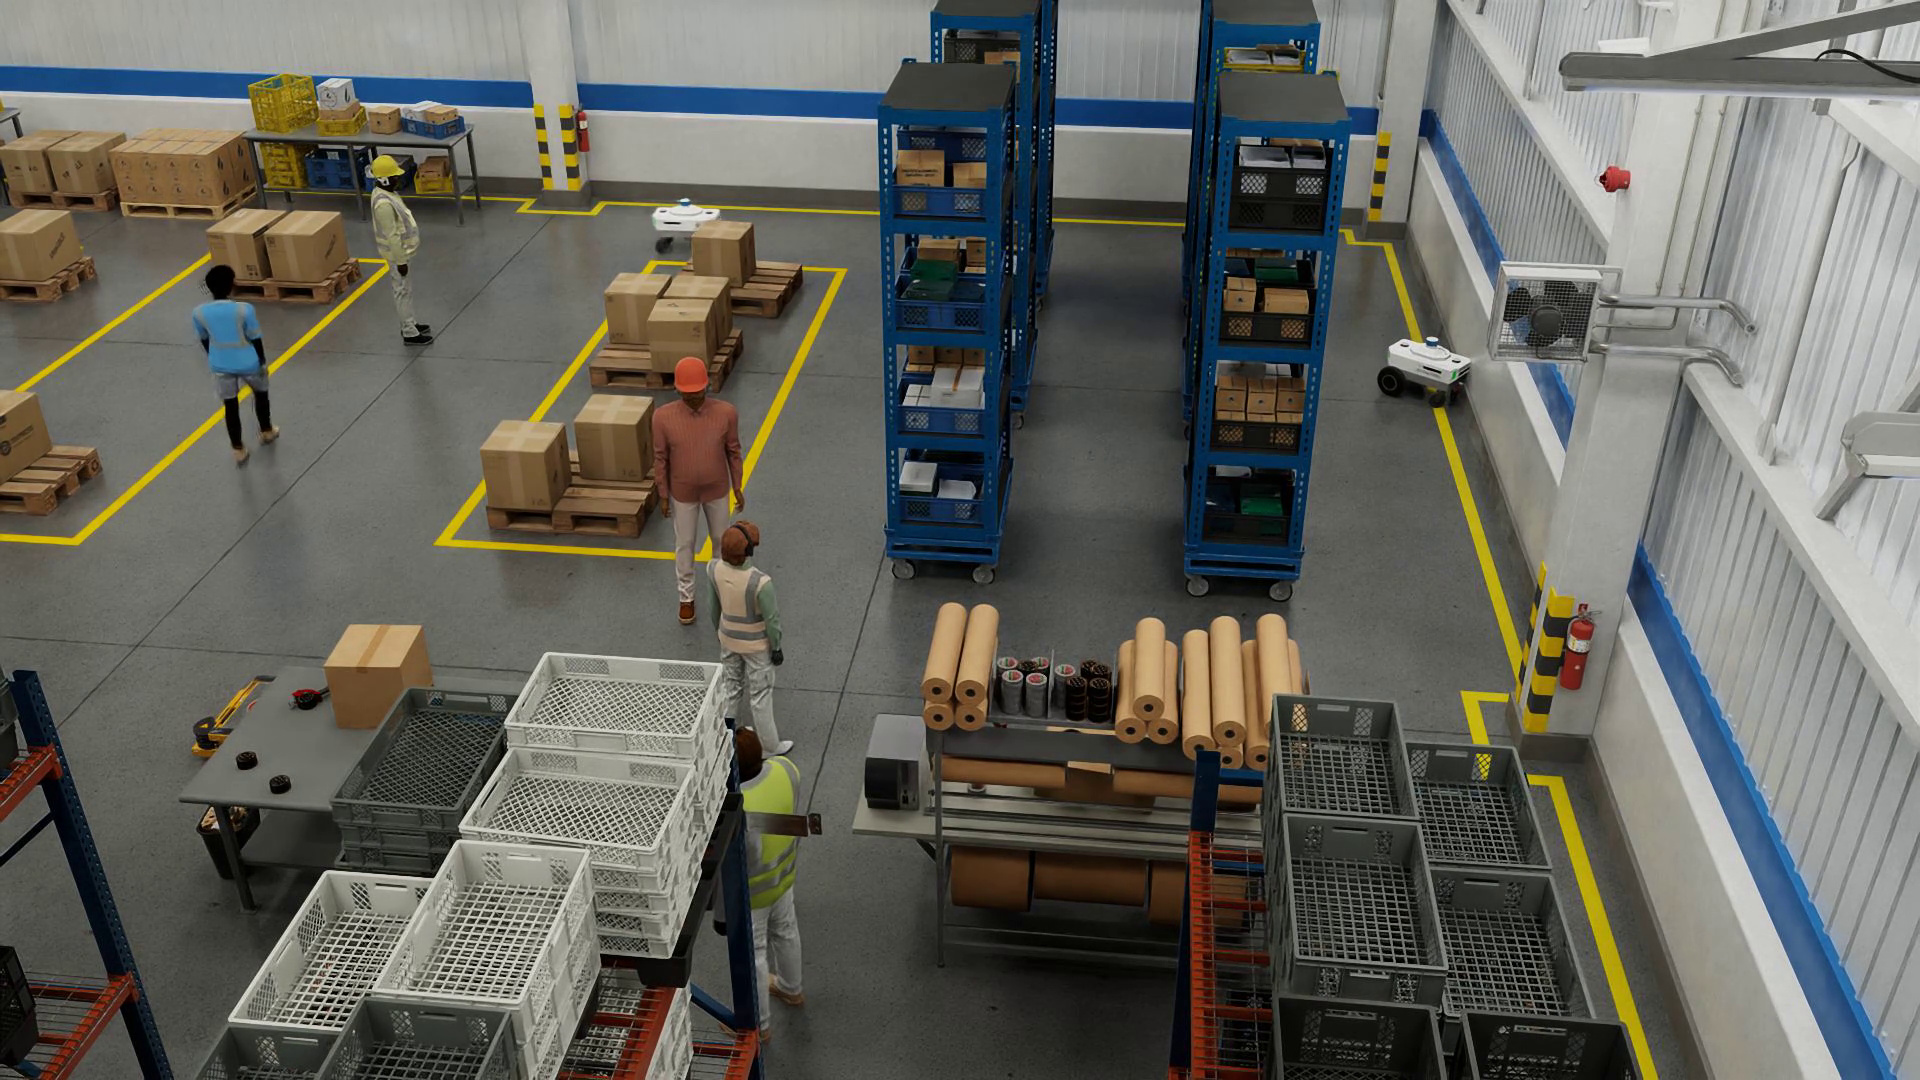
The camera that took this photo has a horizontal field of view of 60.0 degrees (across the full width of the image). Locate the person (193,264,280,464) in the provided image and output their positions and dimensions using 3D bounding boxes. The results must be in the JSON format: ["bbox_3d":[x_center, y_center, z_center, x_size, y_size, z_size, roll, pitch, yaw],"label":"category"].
[{"bbox_3d":[-5.990,-1.485,13.793,0.569,1.669,0.651,-3,30,-5],"label":"person"}]

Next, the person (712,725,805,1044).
[{"bbox_3d":[-1.027,1.683,8.220,0.430,1.837,0.629,16,34,26],"label":"person"}]

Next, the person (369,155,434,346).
[{"bbox_3d":[-5.340,-2.763,15.850,0.404,1.833,0.590,-10,32,-17],"label":"person"}]

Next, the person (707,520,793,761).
[{"bbox_3d":[-1.307,0.624,10.220,0.514,1.642,0.310,17,34,27],"label":"person"}]

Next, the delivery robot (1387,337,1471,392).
[{"bbox_3d":[4.232,-1.592,15.010,0.707,0.478,0.477,25,38,36],"label":"delivery robot"}]

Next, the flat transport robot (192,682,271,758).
[{"bbox_3d":[-4.089,1.163,10.648,1.431,0.197,0.652,3,30,6],"label":"flat transport robot"}]

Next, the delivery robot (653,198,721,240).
[{"bbox_3d":[-3.008,-3.514,18.311,0.707,0.478,0.477,3,30,5],"label":"delivery robot"}]

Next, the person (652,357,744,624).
[{"bbox_3d":[-1.802,-0.352,11.550,0.609,1.995,0.378,-8,31,-13],"label":"person"}]
